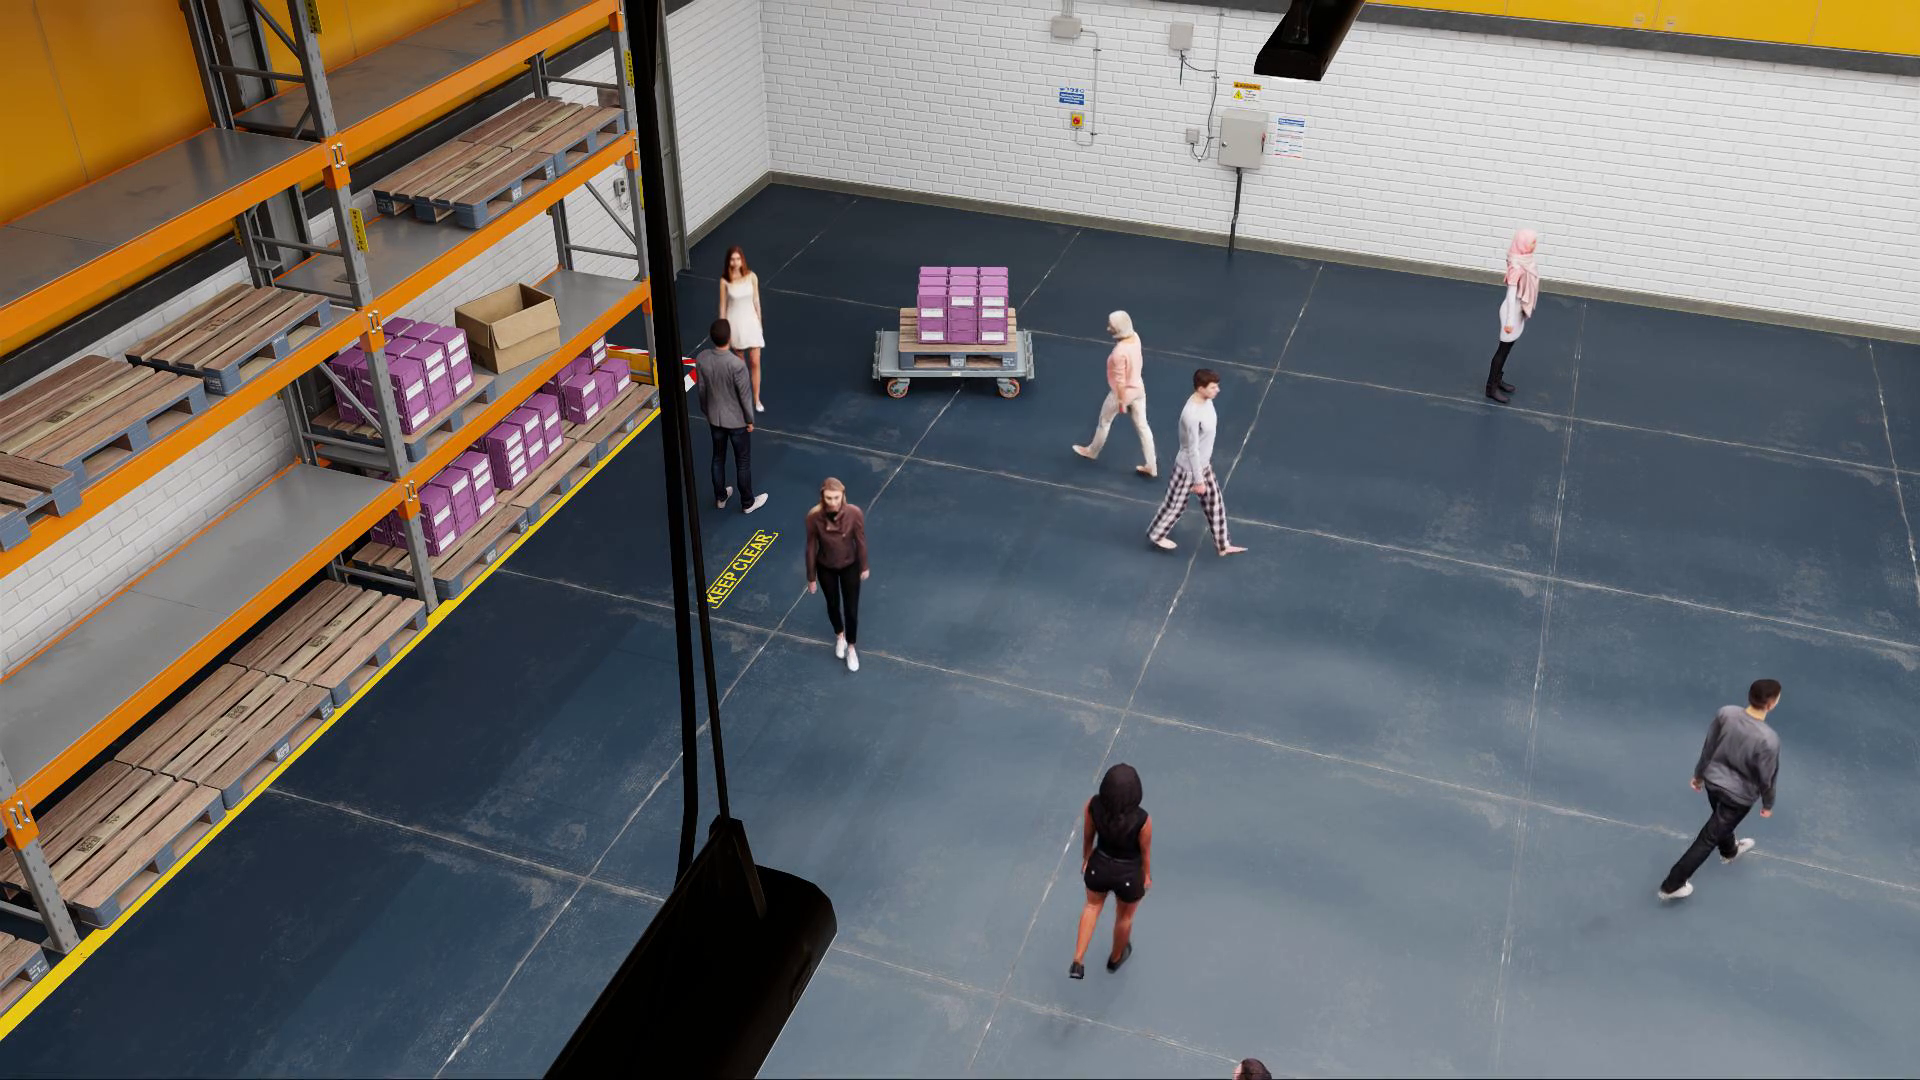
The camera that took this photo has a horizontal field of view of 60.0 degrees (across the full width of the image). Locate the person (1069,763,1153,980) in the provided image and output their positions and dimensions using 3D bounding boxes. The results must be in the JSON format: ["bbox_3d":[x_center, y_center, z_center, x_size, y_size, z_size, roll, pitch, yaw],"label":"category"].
[{"bbox_3d":[0.920,2.099,10.149,0.656,1.723,0.895,16,37,23],"label":"person"}]

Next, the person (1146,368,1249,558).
[{"bbox_3d":[1.906,-0.650,14.213,0.838,1.803,1.124,17,37,23],"label":"person"}]

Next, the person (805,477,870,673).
[{"bbox_3d":[-0.957,0.186,13.058,0.763,1.689,0.807,-1,34,-2],"label":"person"}]

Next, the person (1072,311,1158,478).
[{"bbox_3d":[1.606,-1.325,15.356,0.887,1.661,1.112,22,40,30],"label":"person"}]

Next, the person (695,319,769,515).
[{"bbox_3d":[-2.063,-1.103,14.830,0.694,1.874,0.595,14,36,20],"label":"person"}]

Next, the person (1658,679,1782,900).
[{"bbox_3d":[4.948,1.664,10.813,1.206,1.713,1.115,-16,37,-23],"label":"person"}]

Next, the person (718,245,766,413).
[{"bbox_3d":[-2.187,-2.182,16.626,0.893,1.683,1.061,-6,34,-9],"label":"person"}]

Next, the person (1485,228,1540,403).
[{"bbox_3d":[5.533,-2.267,16.645,0.728,1.804,0.578,17,37,24],"label":"person"}]
